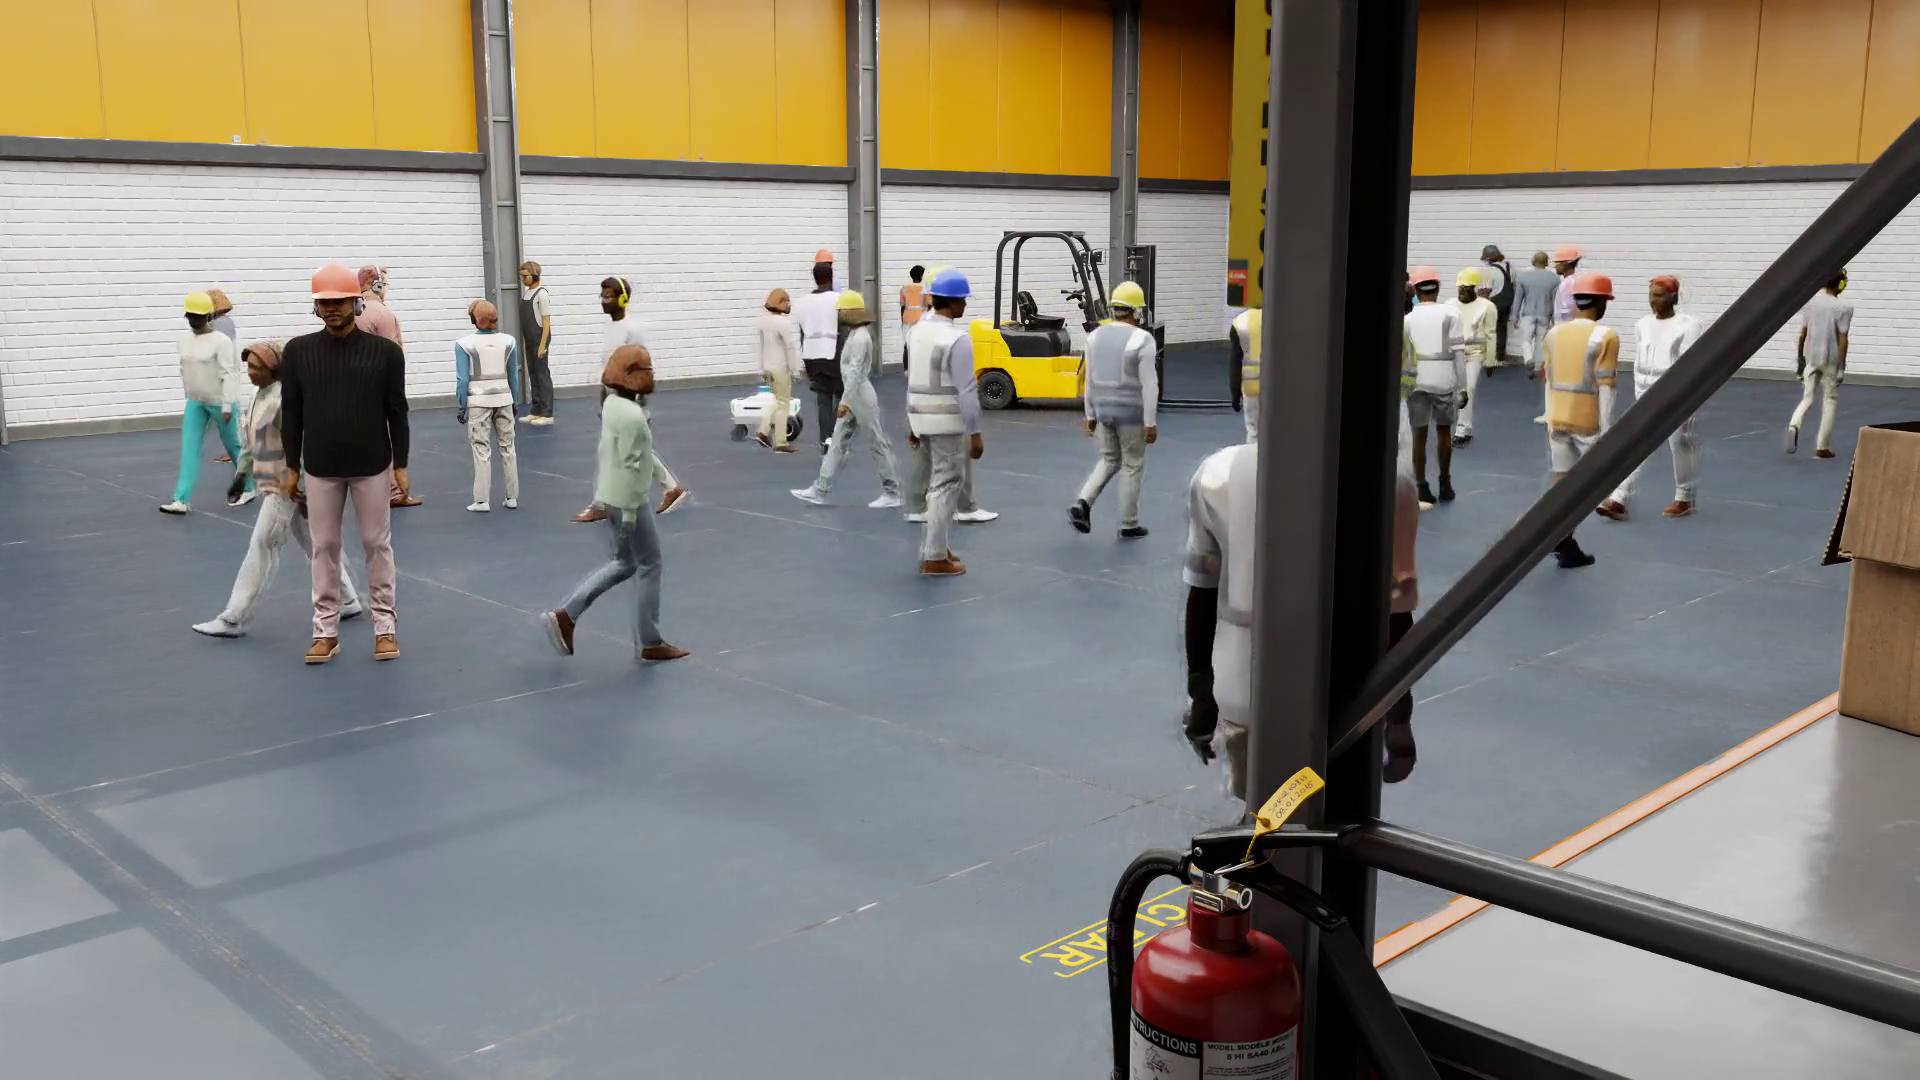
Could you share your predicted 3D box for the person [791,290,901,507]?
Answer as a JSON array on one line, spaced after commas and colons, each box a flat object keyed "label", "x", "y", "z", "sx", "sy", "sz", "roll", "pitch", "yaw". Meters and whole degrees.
[{"label": "person", "x": -0.871, "y": -1.083, "z": 12.971, "sx": 0.882, "sy": 1.697, "sz": 0.506, "roll": -2, "pitch": 11, "yaw": -13}]

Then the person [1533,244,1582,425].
[{"label": "person", "x": 6.732, "y": -2.277, "z": 18.603, "sx": 0.638, "sy": 2.020, "sz": 0.623, "roll": 8, "pitch": 13, "yaw": 38}]

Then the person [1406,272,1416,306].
[{"label": "person", "x": 5.777, "y": -2.713, "z": 21.878, "sx": 0.321, "sy": 1.696, "sz": 0.537, "roll": -3, "pitch": 11, "yaw": -17}]

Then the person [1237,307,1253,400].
[{"label": "person", "x": 3.813, "y": -2.737, "z": 21.380, "sx": 0.644, "sy": 1.923, "sz": 0.470, "roll": -5, "pitch": 12, "yaw": -27}]

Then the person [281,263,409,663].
[{"label": "person", "x": -3.068, "y": -0.377, "z": 8.319, "sx": 0.608, "sy": 1.996, "sz": 0.380, "roll": -2, "pitch": 11, "yaw": -11}]

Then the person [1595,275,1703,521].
[{"label": "person", "x": 5.224, "y": -1.050, "z": 12.436, "sx": 0.981, "sy": 1.834, "sz": 0.593, "roll": -7, "pitch": 12, "yaw": -32}]

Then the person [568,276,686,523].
[{"label": "person", "x": -2.509, "y": -1.067, "z": 12.525, "sx": 0.951, "sy": 1.834, "sz": 0.520, "roll": -7, "pitch": 12, "yaw": -32}]

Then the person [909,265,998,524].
[{"label": "person", "x": -0.033, "y": -1.055, "z": 12.257, "sx": 0.778, "sy": 1.901, "sz": 0.613, "roll": -2, "pitch": 11, "yaw": -10}]

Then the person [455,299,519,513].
[{"label": "person", "x": -3.639, "y": -1.031, "z": 12.848, "sx": 0.514, "sy": 1.644, "sz": 0.308, "roll": -9, "pitch": 14, "yaw": -41}]

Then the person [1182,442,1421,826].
[{"label": "person", "x": 0.870, "y": 0.392, "z": 4.244, "sx": 0.603, "sy": 1.953, "sz": 0.410, "roll": 9, "pitch": 14, "yaw": 41}]

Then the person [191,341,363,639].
[{"label": "person", "x": -3.656, "y": -0.273, "z": 8.887, "sx": 0.898, "sy": 1.577, "sz": 0.529, "roll": -7, "pitch": 12, "yaw": -32}]

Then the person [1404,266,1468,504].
[{"label": "person", "x": 3.777, "y": -1.230, "z": 13.295, "sx": 0.615, "sy": 1.883, "sz": 0.782, "roll": 5, "pitch": 11, "yaw": 24}]

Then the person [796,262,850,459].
[{"label": "person", "x": -1.265, "y": -1.689, "z": 15.769, "sx": 0.661, "sy": 1.874, "sz": 0.449, "roll": 5, "pitch": 11, "yaw": 25}]

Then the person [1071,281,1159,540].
[{"label": "person", "x": 1.087, "y": -0.877, "z": 11.538, "sx": 0.602, "sy": 1.816, "sz": 0.554, "roll": 10, "pitch": 15, "yaw": 44}]

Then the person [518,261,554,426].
[{"label": "person", "x": -4.791, "y": -2.214, "z": 18.756, "sx": 0.345, "sy": 1.845, "sz": 0.508, "roll": -8, "pitch": 13, "yaw": -39}]

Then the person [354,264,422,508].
[{"label": "person", "x": -4.566, "y": -1.203, "z": 13.081, "sx": 0.641, "sy": 1.905, "sz": 0.410, "roll": 7, "pitch": 13, "yaw": 35}]

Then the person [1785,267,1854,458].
[{"label": "person", "x": 8.158, "y": -1.681, "z": 15.806, "sx": 0.632, "sy": 1.858, "sz": 0.520, "roll": -8, "pitch": 13, "yaw": -38}]

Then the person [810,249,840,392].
[{"label": "person", "x": -1.835, "y": -2.978, "z": 22.662, "sx": 0.361, "sy": 1.938, "sz": 0.546, "roll": -6, "pitch": 12, "yaw": -31}]

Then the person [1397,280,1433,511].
[{"label": "person", "x": 3.234, "y": -1.123, "z": 12.933, "sx": 0.857, "sy": 1.809, "sz": 0.641, "roll": 1, "pitch": 10, "yaw": 7}]

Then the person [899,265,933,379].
[{"label": "person", "x": -0.646, "y": -3.227, "z": 24.700, "sx": 0.534, "sy": 1.691, "sz": 0.318, "roll": 3, "pitch": 11, "yaw": 18}]

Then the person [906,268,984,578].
[{"label": "person", "x": -0.058, "y": -0.722, "z": 10.379, "sx": 0.518, "sy": 1.925, "sz": 0.639, "roll": -6, "pitch": 12, "yaw": -31}]

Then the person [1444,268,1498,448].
[{"label": "person", "x": 5.021, "y": -1.823, "z": 16.757, "sx": 0.831, "sy": 1.798, "sz": 0.616, "roll": -9, "pitch": 13, "yaw": -39}]

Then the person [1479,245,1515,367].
[{"label": "person", "x": 8.674, "y": -3.834, "z": 27.052, "sx": 0.782, "sy": 2.000, "sz": 0.534, "roll": -7, "pitch": 13, "yaw": -35}]

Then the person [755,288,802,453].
[{"label": "person", "x": -1.760, "y": -1.650, "z": 16.283, "sx": 0.328, "sy": 1.623, "sz": 0.511, "roll": -7, "pitch": 13, "yaw": -35}]

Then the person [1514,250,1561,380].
[{"label": "person", "x": 8.405, "y": -3.257, "z": 24.253, "sx": 0.636, "sy": 1.917, "sz": 0.771, "roll": 3, "pitch": 11, "yaw": 14}]

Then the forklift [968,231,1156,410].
[{"label": "forklift", "x": 1.222, "y": -2.721, "z": 20.561, "sx": 2.313, "sy": 2.155, "sz": 1.214, "roll": 2, "pitch": 11, "yaw": 13}]

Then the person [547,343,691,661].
[{"label": "person", "x": -1.709, "y": -0.172, "z": 8.251, "sx": 0.617, "sy": 1.611, "sz": 0.501, "roll": -5, "pitch": 12, "yaw": -27}]

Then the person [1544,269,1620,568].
[{"label": "person", "x": 3.932, "y": -0.757, "z": 10.598, "sx": 0.516, "sy": 1.918, "sz": 0.550, "roll": -6, "pitch": 12, "yaw": -31}]

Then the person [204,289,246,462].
[{"label": "person", "x": -6.975, "y": -1.555, "z": 15.768, "sx": 0.289, "sy": 1.626, "sz": 0.497, "roll": -1, "pitch": 10, "yaw": -7}]

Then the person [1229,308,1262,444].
[{"label": "person", "x": 2.521, "y": -1.246, "z": 13.608, "sx": 0.630, "sy": 1.806, "sz": 0.893, "roll": 3, "pitch": 11, "yaw": 18}]

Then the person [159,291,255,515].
[{"label": "person", "x": -5.791, "y": -1.057, "z": 12.809, "sx": 0.538, "sy": 1.707, "sz": 0.943, "roll": 3, "pitch": 11, "yaw": 16}]

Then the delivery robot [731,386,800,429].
[{"label": "delivery robot", "x": -2.033, "y": -1.364, "z": 17.381, "sx": 0.707, "sy": 0.478, "sz": 0.477, "roll": 0, "pitch": 10, "yaw": -1}]
